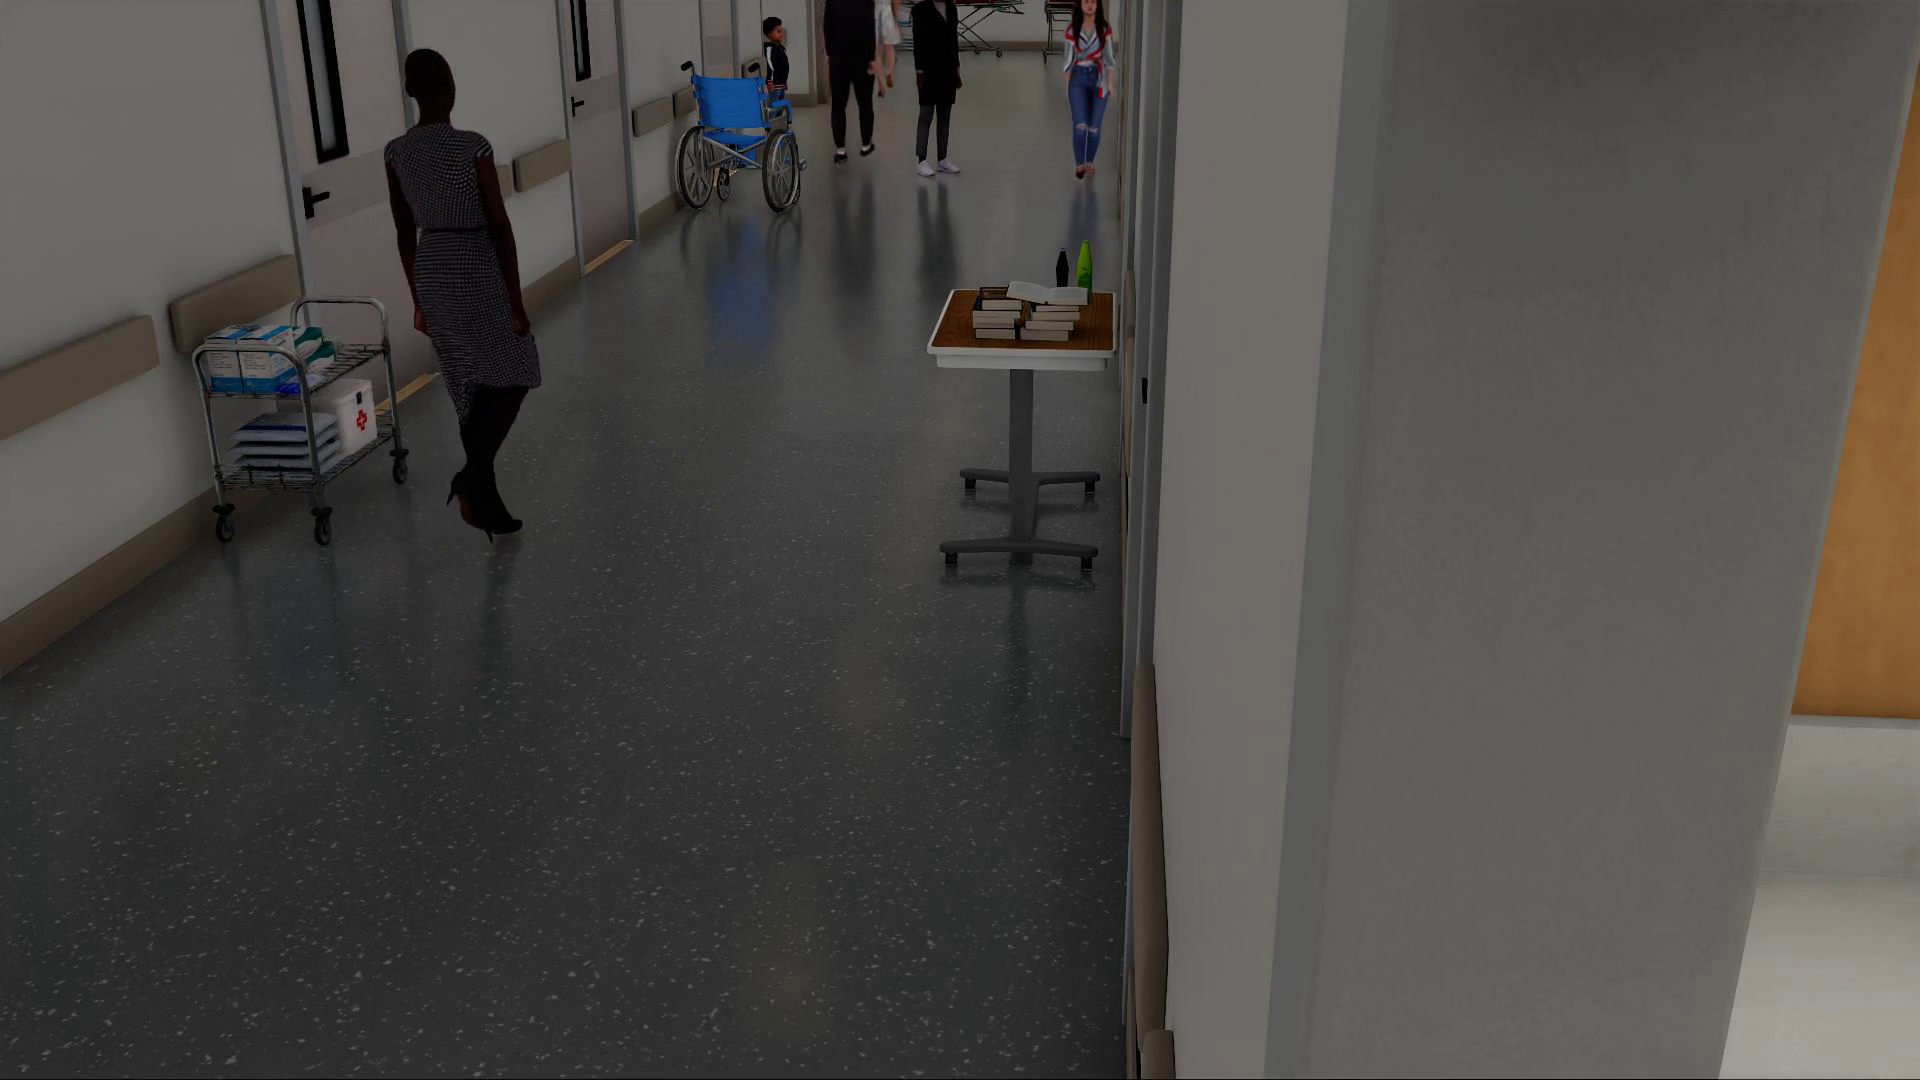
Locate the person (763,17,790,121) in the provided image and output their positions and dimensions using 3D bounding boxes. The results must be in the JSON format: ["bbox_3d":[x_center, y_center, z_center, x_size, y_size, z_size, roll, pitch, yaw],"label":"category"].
[{"bbox_3d":[-1.882,-4.723,17.036,0.639,1.218,0.523,9,22,22],"label":"person"}]

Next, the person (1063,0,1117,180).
[{"bbox_3d":[1.129,-3.963,14.525,0.645,1.574,1.009,0,21,0],"label":"person"}]

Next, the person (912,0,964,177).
[{"bbox_3d":[-0.213,-4.146,14.744,0.719,1.761,0.775,-16,26,-36],"label":"person"}]

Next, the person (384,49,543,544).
[{"bbox_3d":[-1.810,-0.793,5.879,0.705,1.770,0.838,7,22,18],"label":"person"}]

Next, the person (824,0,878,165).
[{"bbox_3d":[-1.000,-4.250,14.998,0.700,1.775,1.241,2,21,6],"label":"person"}]

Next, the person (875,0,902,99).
[{"bbox_3d":[-0.969,-6.360,20.590,0.763,1.760,0.955,-3,21,-9],"label":"person"}]
